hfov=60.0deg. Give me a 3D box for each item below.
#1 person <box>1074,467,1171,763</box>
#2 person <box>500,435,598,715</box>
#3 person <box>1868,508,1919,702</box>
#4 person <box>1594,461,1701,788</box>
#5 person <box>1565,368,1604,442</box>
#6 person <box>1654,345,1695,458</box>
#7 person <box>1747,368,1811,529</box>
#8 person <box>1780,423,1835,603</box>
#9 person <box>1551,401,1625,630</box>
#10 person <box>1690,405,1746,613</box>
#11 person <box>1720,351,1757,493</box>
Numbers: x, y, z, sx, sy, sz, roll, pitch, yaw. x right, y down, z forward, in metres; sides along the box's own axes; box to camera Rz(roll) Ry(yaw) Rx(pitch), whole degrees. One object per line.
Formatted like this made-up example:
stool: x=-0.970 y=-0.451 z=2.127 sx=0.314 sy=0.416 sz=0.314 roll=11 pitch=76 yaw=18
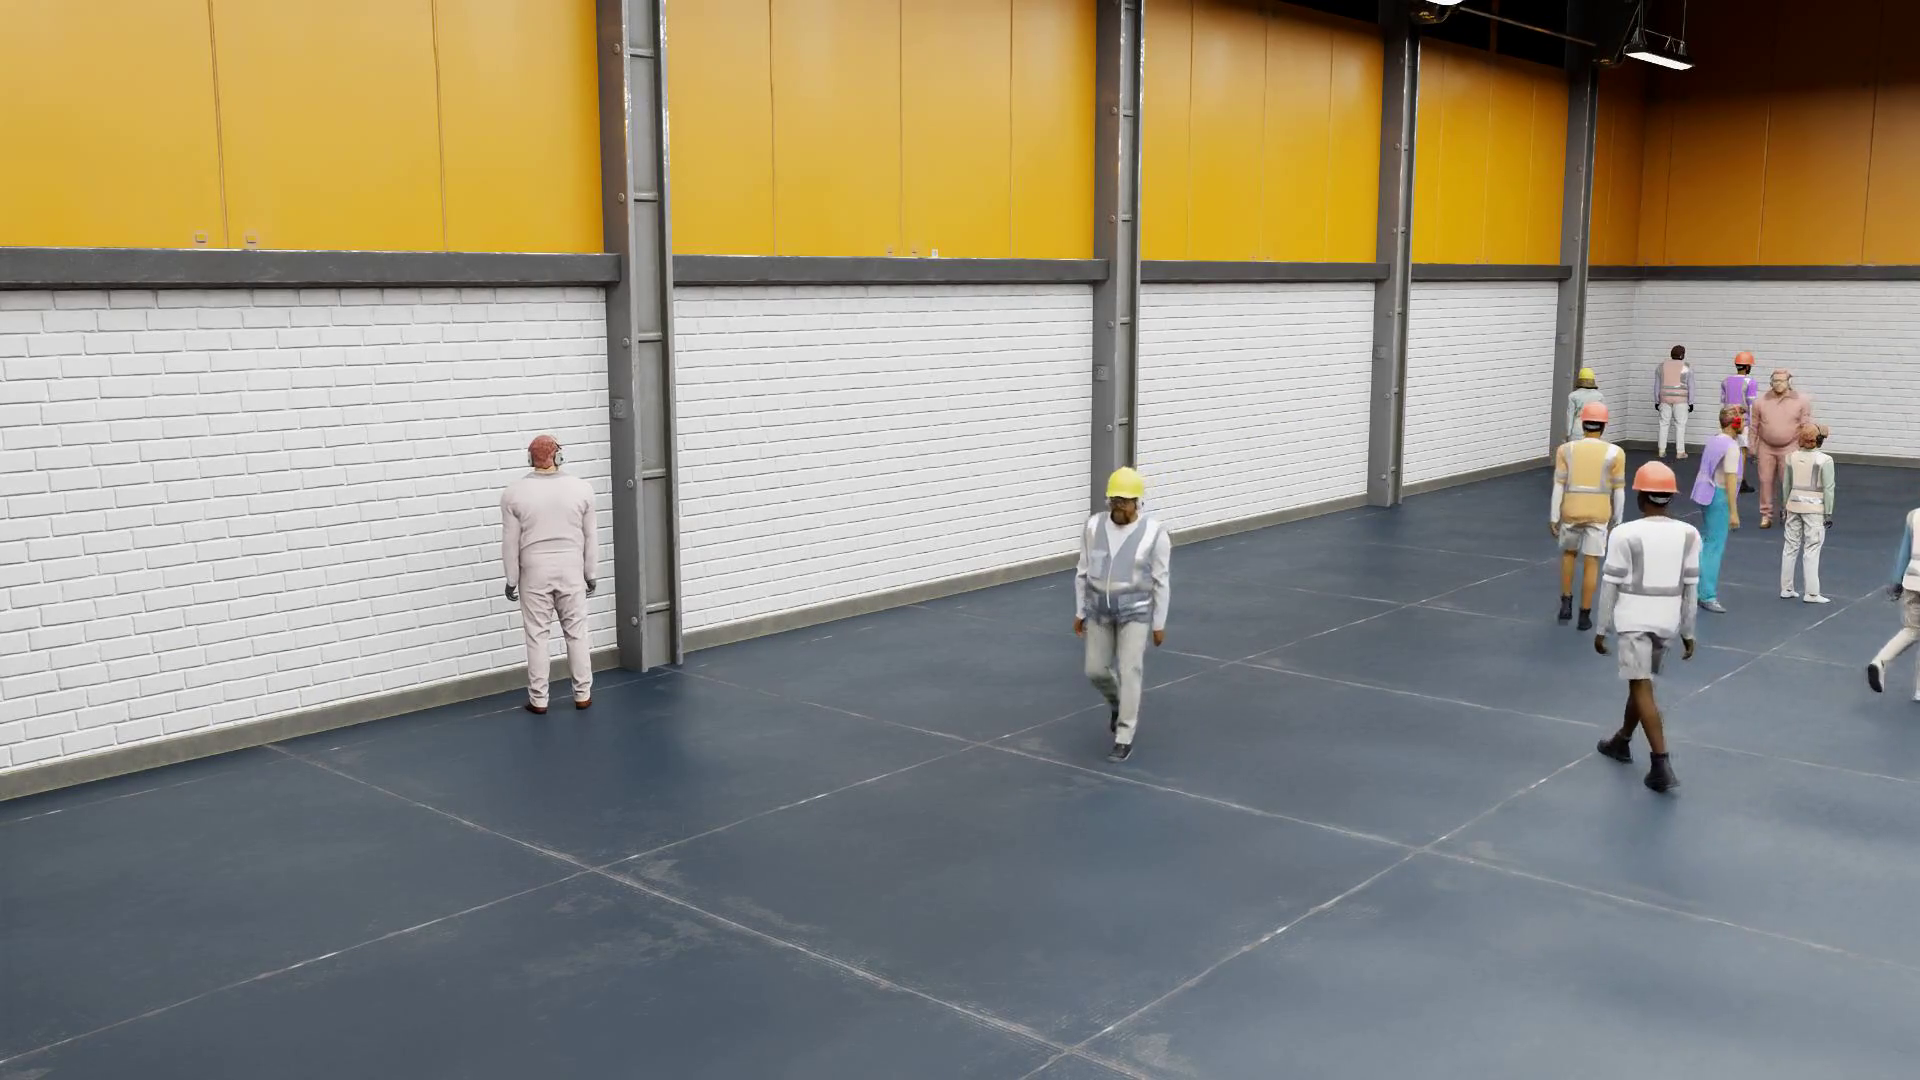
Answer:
person: x=1.014 y=0.437 z=10.314 sx=0.606 sy=1.816 sz=0.562 roll=5 pitch=10 yaw=26
person: x=-2.790 y=0.235 z=11.326 sx=0.642 sy=1.902 sz=0.399 roll=-4 pitch=10 yaw=-21
person: x=6.651 y=0.348 z=11.501 sx=0.522 sy=1.620 sz=0.526 roll=-3 pitch=9 yaw=-16
person: x=4.065 y=0.479 z=9.825 sx=0.556 sy=1.896 sz=0.970 roll=-1 pitch=9 yaw=-7
person: x=8.418 y=-1.456 z=22.464 sx=0.480 sy=1.733 sz=0.331 roll=0 pitch=9 yaw=-2
person: x=11.659 y=-2.254 z=27.134 sx=0.631 sy=1.842 sz=0.428 roll=8 pitch=12 yaw=40
person: x=9.583 y=-1.066 z=19.510 sx=0.667 sy=1.892 sz=0.420 roll=6 pitch=11 yaw=32
person: x=7.720 y=-0.245 z=15.153 sx=0.309 sy=1.641 sz=0.511 roll=-4 pitch=10 yaw=-24
person: x=5.322 y=-0.212 z=14.093 sx=0.559 sy=1.912 sz=0.647 roll=5 pitch=10 yaw=29
person: x=6.734 y=-0.276 z=14.774 sx=0.409 sy=1.833 sz=0.685 roll=1 pitch=9 yaw=8
person: x=10.705 y=-1.618 z=22.838 sx=0.358 sy=1.938 sz=0.542 roll=-5 pitch=10 yaw=-28
